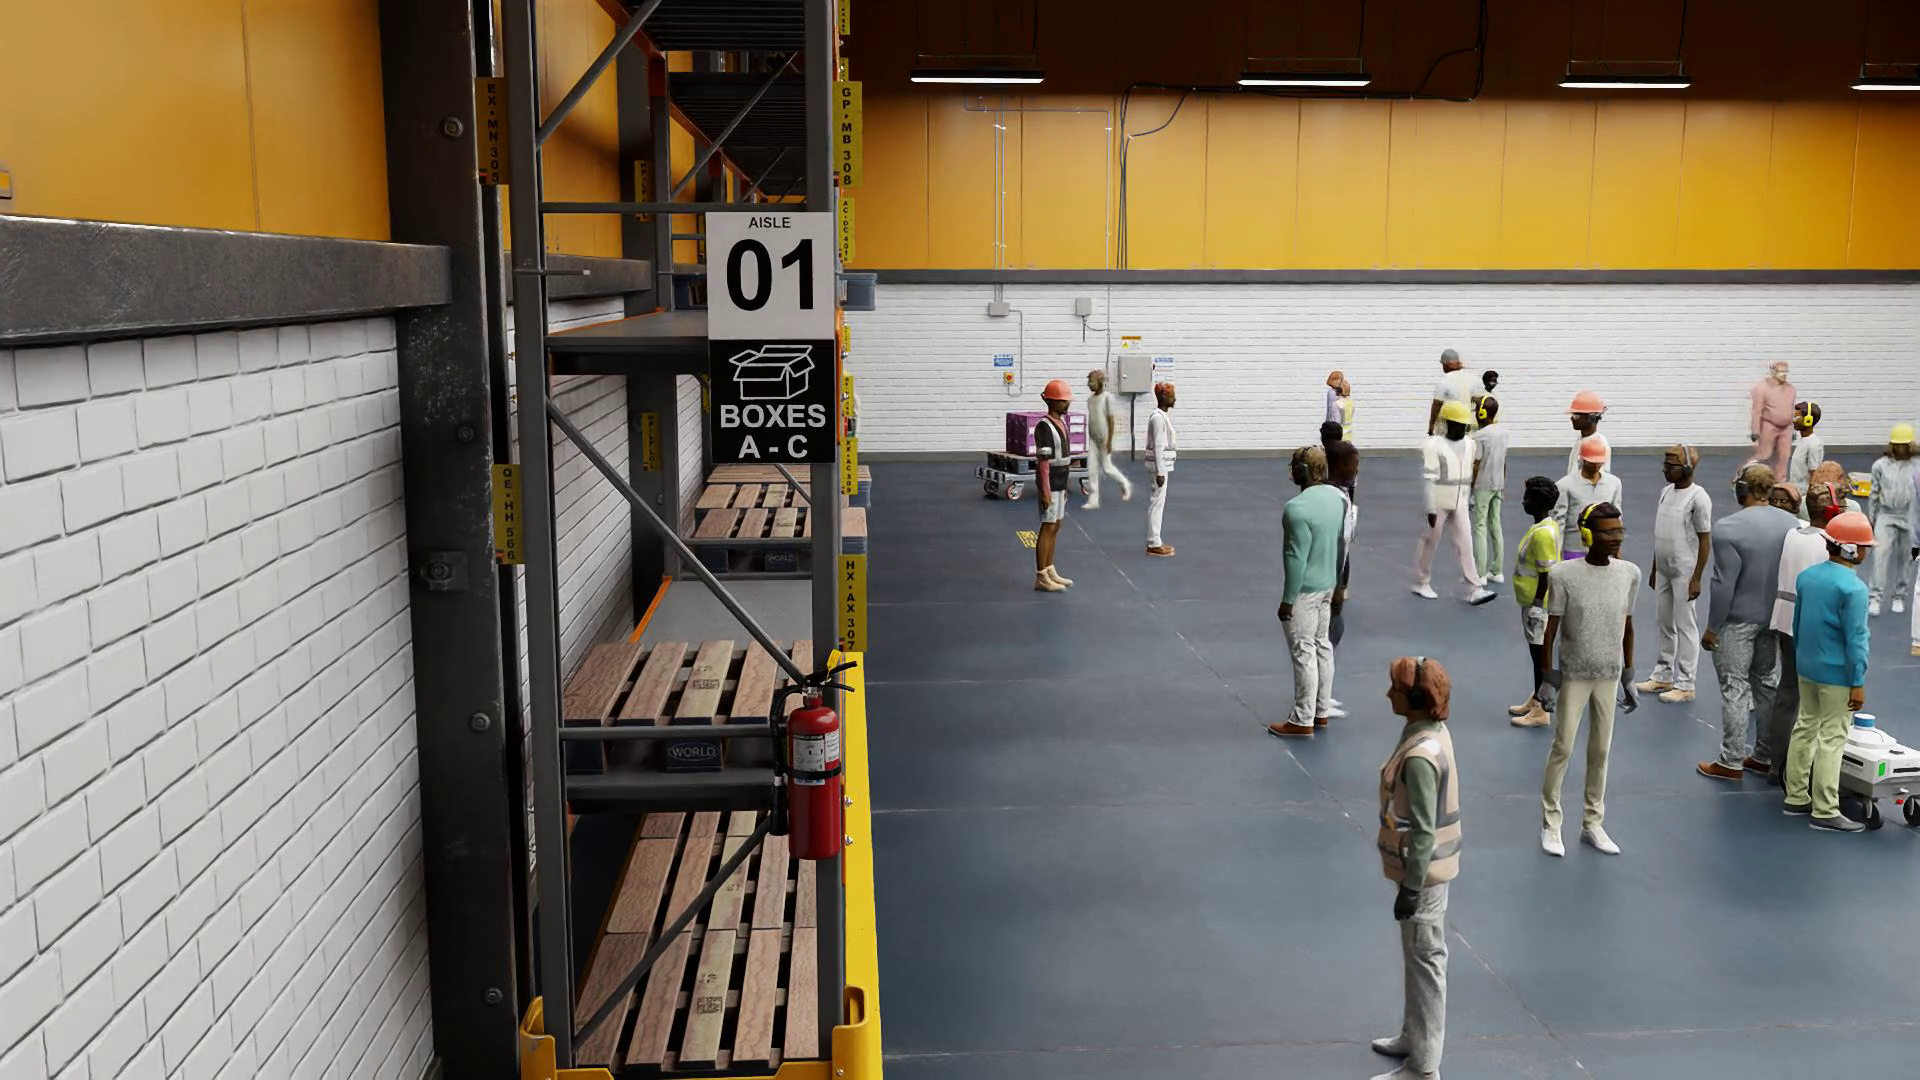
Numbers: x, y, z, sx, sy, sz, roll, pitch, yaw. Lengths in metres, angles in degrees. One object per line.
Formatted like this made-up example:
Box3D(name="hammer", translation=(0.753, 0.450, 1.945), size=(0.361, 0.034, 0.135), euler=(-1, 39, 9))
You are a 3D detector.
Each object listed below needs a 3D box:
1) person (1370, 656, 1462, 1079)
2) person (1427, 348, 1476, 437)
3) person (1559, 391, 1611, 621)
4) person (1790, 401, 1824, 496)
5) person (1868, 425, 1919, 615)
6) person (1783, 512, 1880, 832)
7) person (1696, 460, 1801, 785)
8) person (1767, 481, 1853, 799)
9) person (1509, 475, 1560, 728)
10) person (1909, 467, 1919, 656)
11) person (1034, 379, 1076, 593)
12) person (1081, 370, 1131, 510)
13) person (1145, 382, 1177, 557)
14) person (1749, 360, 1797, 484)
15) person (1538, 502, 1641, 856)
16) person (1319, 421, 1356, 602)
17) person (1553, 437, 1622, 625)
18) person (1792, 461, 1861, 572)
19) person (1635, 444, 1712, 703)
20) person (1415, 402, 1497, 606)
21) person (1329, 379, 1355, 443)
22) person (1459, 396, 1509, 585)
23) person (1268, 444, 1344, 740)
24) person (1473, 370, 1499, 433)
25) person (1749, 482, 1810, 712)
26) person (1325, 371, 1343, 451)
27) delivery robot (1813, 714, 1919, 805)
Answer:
Box3D(name="person", translation=(1.704, 1.236, 6.203), size=(0.315, 1.641, 0.515), euler=(3, 10, 18))
Box3D(name="person", translation=(6.777, -1.667, 23.183), size=(0.698, 2.000, 0.616), euler=(-6, 11, -32))
Box3D(name="person", translation=(5.356, -0.254, 14.303), size=(0.387, 2.045, 0.605), euler=(1, 9, 3))
Box3D(name="person", translation=(7.806, -0.349, 15.442), size=(0.328, 1.873, 0.521), euler=(3, 10, 18))
Box3D(name="person", translation=(8.314, -0.159, 14.744), size=(0.499, 1.704, 0.869), euler=(6, 11, 31))
Box3D(name="person", translation=(4.815, 0.711, 9.152), size=(0.343, 1.749, 0.571), euler=(-1, 9, -4))
Box3D(name="person", translation=(4.713, 0.492, 9.945), size=(0.635, 1.937, 0.352), euler=(-3, 10, -20))
Box3D(name="person", translation=(4.957, 0.576, 9.702), size=(0.389, 1.848, 0.563), euler=(-2, 9, -10))
Box3D(name="person", translation=(3.881, 0.413, 11.197), size=(0.316, 1.695, 0.541), euler=(3, 9, 17))
Box3D(name="person", translation=(7.781, 0.048, 13.083), size=(0.429, 1.837, 0.623), euler=(-5, 10, -27))
Box3D(name="person", translation=(0.924, -0.522, 15.988), size=(0.385, 2.041, 0.615), euler=(3, 10, 19))
Box3D(name="person", translation=(1.888, -1.306, 21.631), size=(0.708, 1.819, 0.526), euler=(-7, 12, -39))
Box3D(name="person", translation=(2.176, -0.768, 18.029), size=(0.337, 1.882, 0.583), euler=(1, 9, 8))
Box3D(name="person", translation=(11.172, -1.539, 22.891), size=(0.664, 1.878, 0.738), euler=(-2, 9, -12))
Box3D(name="person", translation=(3.295, 0.723, 8.696), size=(0.533, 1.874, 0.310), euler=(-1, 9, -4))
Box3D(name="person", translation=(3.418, -0.255, 15.395), size=(0.540, 1.695, 0.317), euler=(-4, 10, -22))
Box3D(name="person", translation=(5.090, 0.029, 13.487), size=(0.573, 1.738, 0.352), euler=(-1, 9, -4))
Box3D(name="person", translation=(6.553, 0.211, 12.667), size=(0.501, 1.633, 0.281), euler=(7, 11, 37))
Box3D(name="person", translation=(5.102, 0.235, 11.849), size=(0.329, 1.844, 0.518), euler=(-2, 9, -12))
Box3D(name="person", translation=(4.540, -0.331, 15.303), size=(0.618, 1.866, 1.000), euler=(-4, 10, -22))
Box3D(name="person", translation=(5.128, -1.340, 22.388), size=(0.307, 1.641, 0.514), euler=(7, 12, 39))
Box3D(name="person", translation=(5.164, -0.481, 16.319), size=(0.516, 1.861, 0.322), euler=(-6, 11, -32))
Box3D(name="person", translation=(2.277, 0.336, 10.926), size=(0.364, 1.939, 0.636), euler=(7, 11, 36))
Box3D(name="person", translation=(7.468, -1.563, 23.629), size=(0.318, 1.688, 0.539), euler=(7, 11, 36))
Box3D(name="person", translation=(5.578, 0.416, 11.360), size=(0.515, 1.641, 0.309), euler=(7, 12, 38))
Box3D(name="person", translation=(5.511, -1.672, 24.482), size=(0.274, 1.633, 0.507), euler=(3, 10, 21))
Box3D(name="delivery robot", translation=(5.084, 1.226, 9.378), size=(0.477, 0.478, 0.707), euler=(-2, 9, -11))
